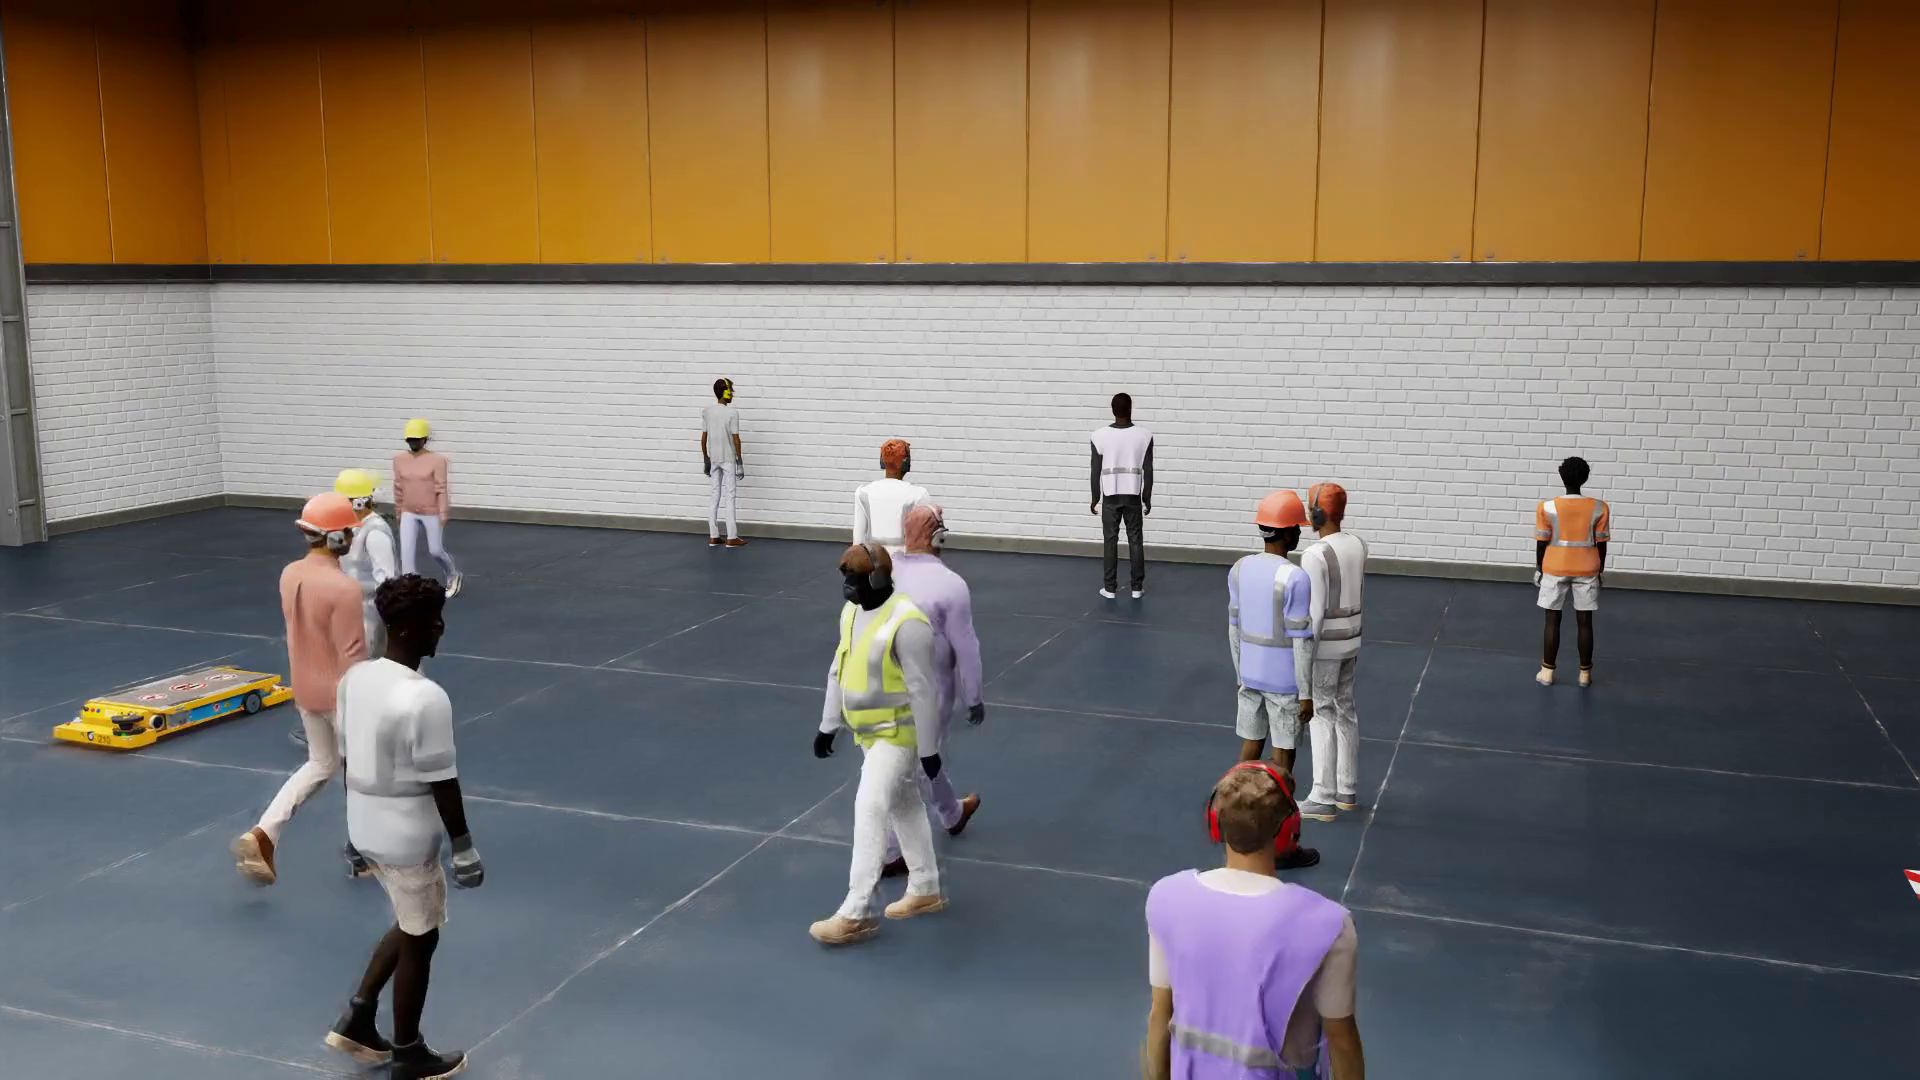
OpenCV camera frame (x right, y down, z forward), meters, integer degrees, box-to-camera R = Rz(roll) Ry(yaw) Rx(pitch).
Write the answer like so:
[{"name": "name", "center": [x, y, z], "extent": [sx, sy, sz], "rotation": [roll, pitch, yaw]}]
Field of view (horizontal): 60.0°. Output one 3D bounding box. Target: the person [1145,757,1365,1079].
[{"name": "person", "center": [0.704, 1.460, 4.218], "extent": [0.567, 1.816, 0.890], "rotation": [8, 12, 40]}]

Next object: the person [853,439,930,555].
[{"name": "person", "center": [-0.455, 0.234, 11.598], "extent": [0.584, 1.882, 0.337], "rotation": [3, 10, 20]}]

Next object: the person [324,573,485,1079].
[{"name": "person", "center": [-2.047, 1.086, 6.155], "extent": [0.444, 1.939, 0.608], "rotation": [-8, 12, -42]}]

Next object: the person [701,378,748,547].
[{"name": "person", "center": [-2.613, -0.853, 18.402], "extent": [0.535, 1.865, 0.312], "rotation": [5, 10, 28]}]

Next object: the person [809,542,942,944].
[{"name": "person", "center": [-0.432, 0.912, 7.640], "extent": [0.860, 1.803, 0.639], "rotation": [-5, 10, -27]}]

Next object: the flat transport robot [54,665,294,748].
[{"name": "flat transport robot", "center": [-5.258, 1.101, 11.215], "extent": [0.652, 0.197, 1.431], "rotation": [4, 10, 22]}]

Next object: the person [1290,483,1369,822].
[{"name": "person", "center": [2.044, 0.615, 9.235], "extent": [0.337, 1.882, 0.584], "rotation": [8, 12, 42]}]

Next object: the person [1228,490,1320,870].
[{"name": "person", "center": [1.612, 0.706, 8.504], "extent": [0.358, 1.938, 0.542], "rotation": [-6, 11, -34]}]

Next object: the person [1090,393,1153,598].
[{"name": "person", "center": [1.502, -0.407, 15.481], "extent": [0.590, 1.917, 0.398], "rotation": [0, 9, 0]}]

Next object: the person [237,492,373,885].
[{"name": "person", "center": [-3.144, 0.747, 8.152], "extent": [0.625, 1.970, 0.771], "rotation": [7, 11, 36]}]

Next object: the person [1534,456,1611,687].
[{"name": "person", "center": [4.466, 0.234, 12.178], "extent": [0.533, 1.699, 0.318], "rotation": [2, 9, 10]}]

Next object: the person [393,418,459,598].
[{"name": "person", "center": [-4.877, -0.263, 15.168], "extent": [0.548, 1.733, 0.739], "rotation": [1, 9, 5]}]

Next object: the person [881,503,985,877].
[{"name": "person", "center": [-0.141, 0.736, 8.550], "extent": [0.672, 1.855, 0.995], "rotation": [8, 12, 40]}]

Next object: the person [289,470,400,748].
[{"name": "person", "center": [-3.851, 0.427, 10.728], "extent": [0.957, 1.777, 0.623], "rotation": [-5, 11, -31]}]
